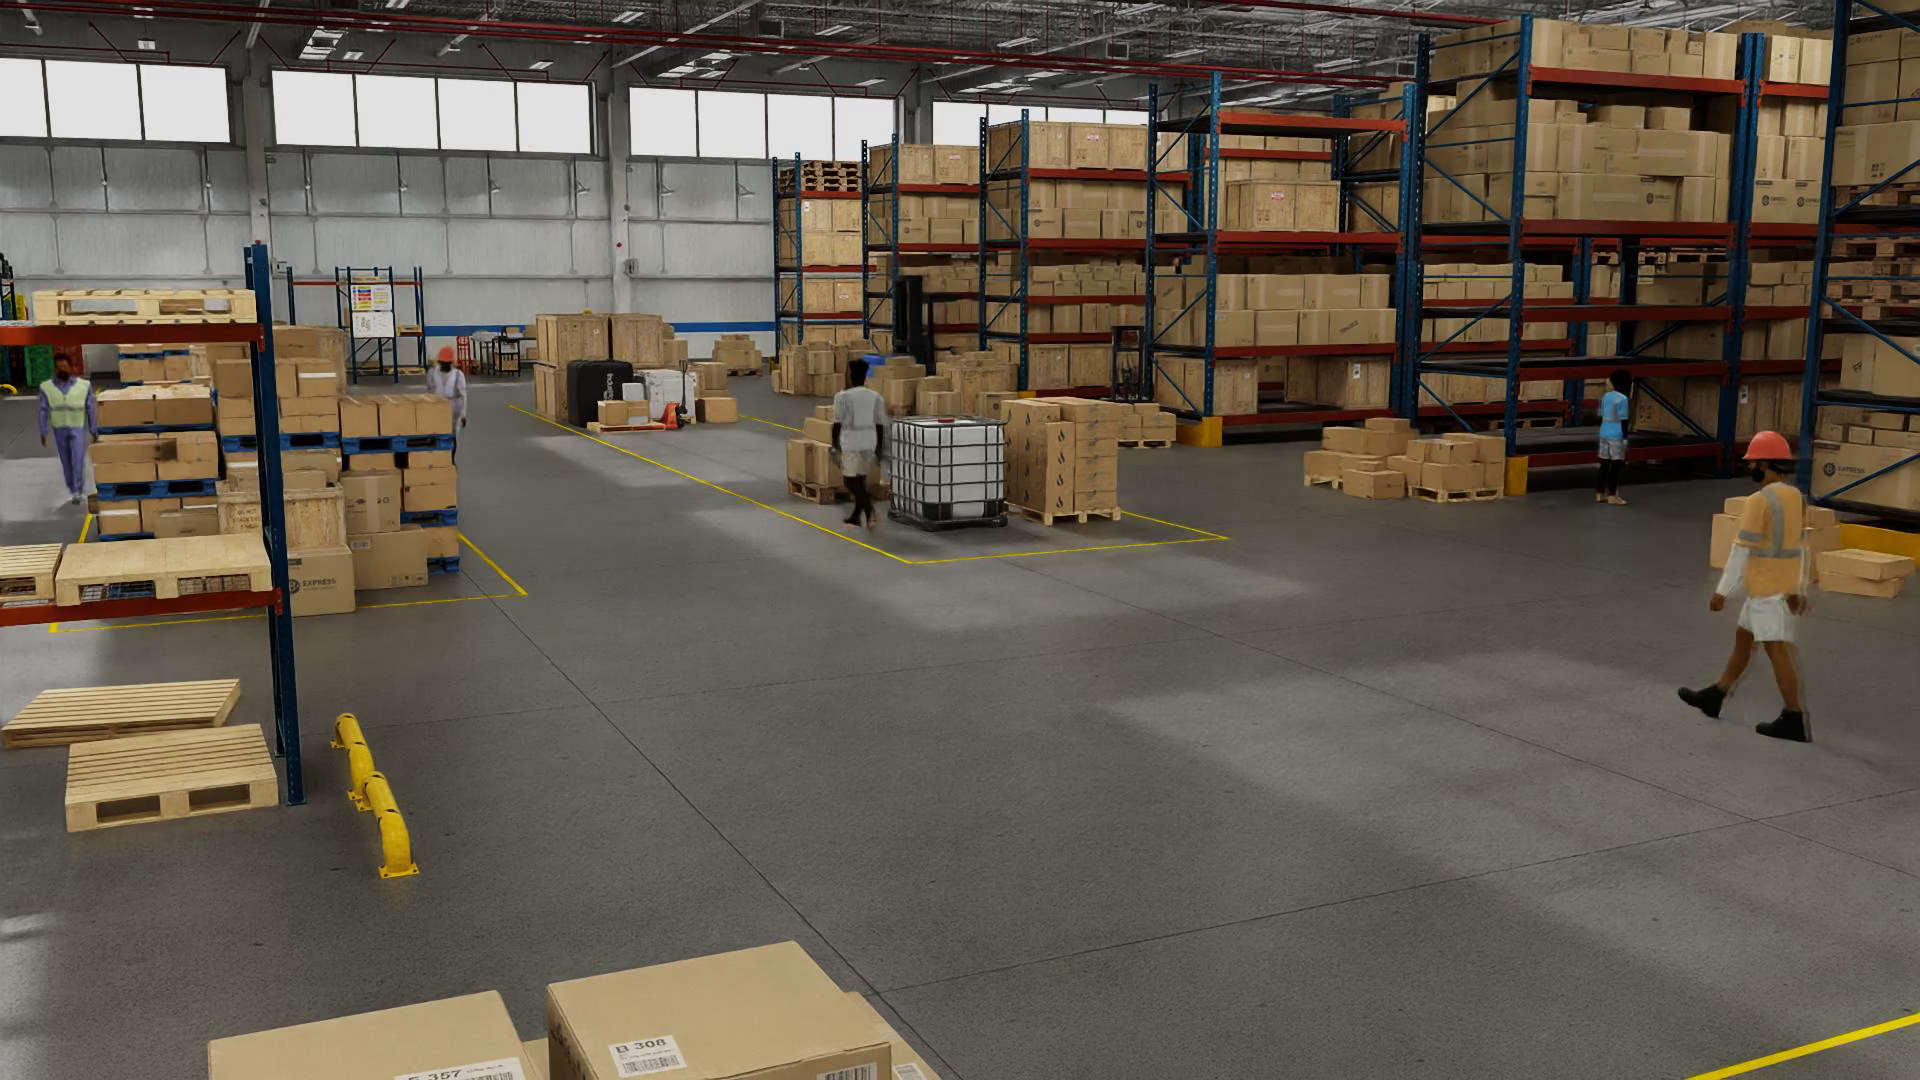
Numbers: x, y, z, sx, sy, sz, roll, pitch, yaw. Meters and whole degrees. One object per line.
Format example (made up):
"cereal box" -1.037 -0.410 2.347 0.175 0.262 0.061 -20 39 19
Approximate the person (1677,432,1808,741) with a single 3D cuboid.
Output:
"person" 4.955 0.268 10.457 0.567 1.890 0.945 -7 12 -39

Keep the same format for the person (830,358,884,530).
"person" -1.110 -1.058 18.569 0.621 1.947 0.798 -6 11 -33

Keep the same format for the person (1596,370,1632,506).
"person" 8.132 -1.267 20.655 0.318 1.689 0.580 -1 9 -6

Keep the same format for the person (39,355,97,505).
"person" -11.127 -1.371 20.735 0.612 1.862 1.031 -4 10 -21

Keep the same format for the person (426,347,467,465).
"person" -7.239 -1.804 23.487 0.548 1.846 1.075 -2 9 -13

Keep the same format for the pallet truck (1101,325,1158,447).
"pallet truck" 2.881 -2.596 27.923 0.823 1.965 1.885 -1 9 -7

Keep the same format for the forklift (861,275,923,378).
"forklift" -1.148 -4.385 36.295 1.873 2.768 1.129 -4 10 -25
